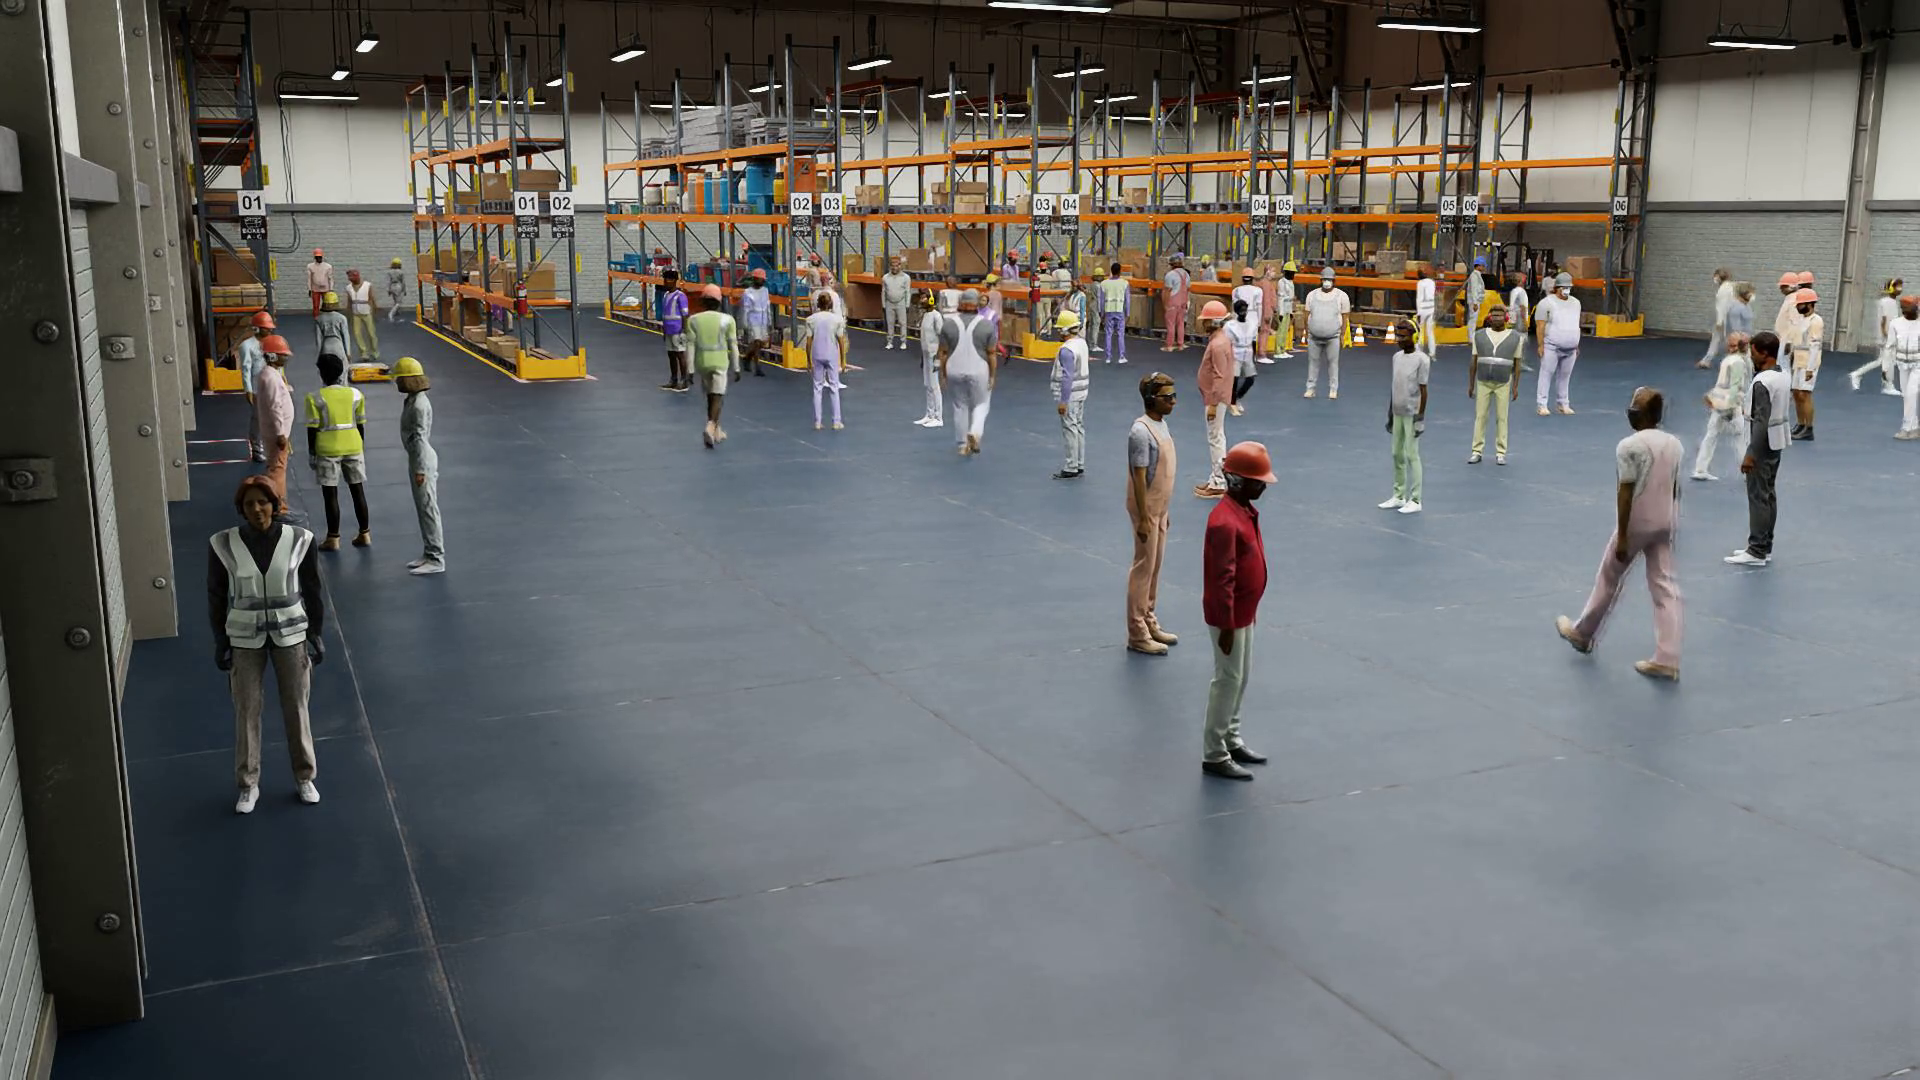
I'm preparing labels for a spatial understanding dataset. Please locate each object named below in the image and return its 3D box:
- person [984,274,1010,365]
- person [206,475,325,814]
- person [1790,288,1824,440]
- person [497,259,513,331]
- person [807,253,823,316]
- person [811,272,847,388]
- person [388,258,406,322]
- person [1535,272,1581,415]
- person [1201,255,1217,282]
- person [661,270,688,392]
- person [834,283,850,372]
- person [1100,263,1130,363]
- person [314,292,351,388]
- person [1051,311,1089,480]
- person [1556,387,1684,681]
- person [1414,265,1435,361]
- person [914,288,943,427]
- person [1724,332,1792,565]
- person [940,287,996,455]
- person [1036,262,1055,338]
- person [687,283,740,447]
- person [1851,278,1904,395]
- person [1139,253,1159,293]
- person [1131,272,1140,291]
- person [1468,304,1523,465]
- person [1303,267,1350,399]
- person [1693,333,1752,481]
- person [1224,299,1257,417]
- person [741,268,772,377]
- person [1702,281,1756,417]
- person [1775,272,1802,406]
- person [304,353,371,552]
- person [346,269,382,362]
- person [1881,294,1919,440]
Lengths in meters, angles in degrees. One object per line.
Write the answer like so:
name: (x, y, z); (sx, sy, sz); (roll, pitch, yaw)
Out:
person: (0.656, -4.119, 31.201); (0.650, 1.746, 0.537); (7, 13, 31)
person: (-3.342, 0.494, 8.041); (0.513, 1.641, 0.309); (-5, 12, -23)
person: (10.742, -2.234, 21.198); (0.390, 1.923, 0.549); (1, 11, 7)
person: (-11.112, -5.961, 40.529); (0.326, 1.767, 0.533); (-4, 12, -21)
person: (-3.229, -5.414, 37.247); (0.413, 1.983, 0.662); (-3, 12, -17)
person: (-2.155, -3.450, 27.394); (0.643, 1.913, 0.411); (10, 15, 42)
person: (-14.823, -6.551, 43.666); (0.486, 1.705, 0.684); (4, 12, 21)
person: (8.577, -2.795, 23.738); (0.689, 2.000, 0.539); (-3, 11, -14)
person: (6.433, -6.498, 43.227); (0.743, 1.786, 0.601); (-4, 12, -19)
person: (-4.636, -3.390, 26.947); (0.361, 1.963, 0.613); (-10, 15, -40)
person: (-2.207, -3.840, 30.108); (0.417, 1.620, 0.508); (-4, 12, -21)
person: (2.990, -4.372, 32.061); (0.587, 1.920, 0.391); (3, 12, 16)
person: (-9.051, -2.709, 24.056); (0.484, 1.744, 0.296); (0, 11, -1)
person: (1.182, -1.561, 17.999); (0.403, 1.828, 0.597); (4, 12, 21)
person: (4.251, -0.071, 10.528); (0.525, 1.788, 0.965); (-4, 12, -18)
person: (9.009, -4.422, 32.436); (0.623, 1.859, 0.741); (-8, 14, -36)
person: (-0.411, -2.463, 22.484); (0.314, 1.869, 0.536); (-5, 12, -24)
person: (6.587, -0.745, 13.641); (0.392, 1.914, 0.587); (9, 14, 39)
person: (0.101, -2.000, 19.697); (0.680, 2.000, 0.653); (2, 11, 12)
person: (1.920, -5.544, 38.454); (0.573, 1.747, 0.343); (-4, 12, -20)
person: (-3.076, -2.167, 20.614); (0.621, 2.009, 0.942); (2, 11, 8)
person: (14.708, -3.243, 26.503); (0.527, 1.854, 0.718); (-9, 14, -37)
person: (4.889, -6.488, 42.958); (0.518, 1.865, 0.328); (3, 11, 14)
person: (5.479, -8.144, 51.961); (0.285, 1.632, 0.499); (8, 14, 35)
person: (6.139, -1.786, 19.101); (0.567, 1.846, 0.389); (5, 12, 24)
person: (5.674, -3.218, 25.883); (0.682, 2.000, 0.537); (5, 12, 22)
person: (8.324, -1.411, 17.802); (0.829, 1.594, 0.540); (1, 11, 7)
person: (3.942, -2.571, 23.523); (0.554, 1.671, 0.441); (-4, 12, -20)
person: (-3.640, -3.884, 29.602); (0.762, 1.907, 0.567); (11, 15, 43)
person: (10.989, -2.691, 23.514); (0.640, 1.919, 0.735); (-11, 16, -44)
person: (12.351, -2.996, 24.879); (0.395, 1.992, 0.626); (4, 12, 21)
person: (-5.329, -0.751, 14.249); (0.322, 1.691, 0.534); (10, 15, 42)
person: (-11.514, -4.334, 32.180); (0.639, 1.817, 0.428); (3, 12, 15)
person: (12.079, -2.193, 21.154); (0.823, 1.845, 0.593); (-7, 13, -32)
